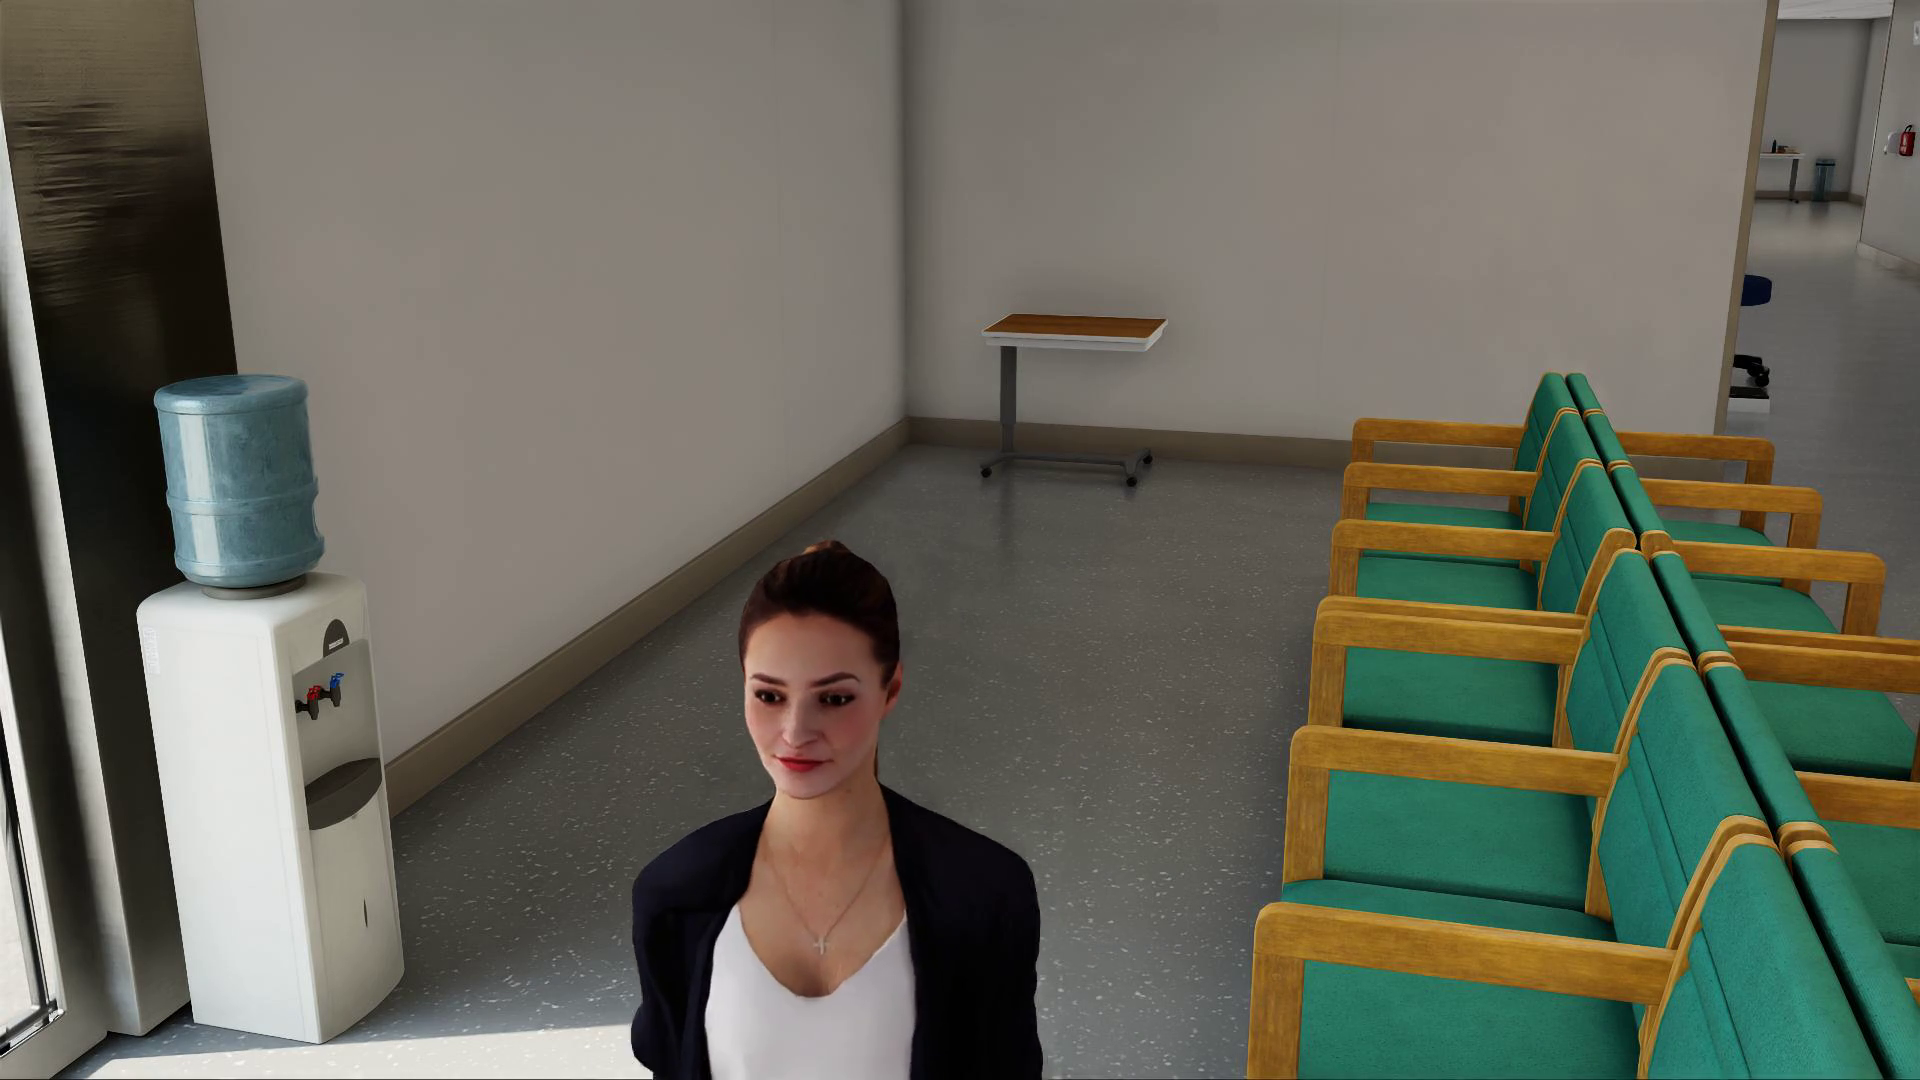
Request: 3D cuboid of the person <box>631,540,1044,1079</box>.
[{"bbox_3d":[-0.116,0.814,1.968,1.098,1.647,0.818,1,16,4],"label":"person"}]
